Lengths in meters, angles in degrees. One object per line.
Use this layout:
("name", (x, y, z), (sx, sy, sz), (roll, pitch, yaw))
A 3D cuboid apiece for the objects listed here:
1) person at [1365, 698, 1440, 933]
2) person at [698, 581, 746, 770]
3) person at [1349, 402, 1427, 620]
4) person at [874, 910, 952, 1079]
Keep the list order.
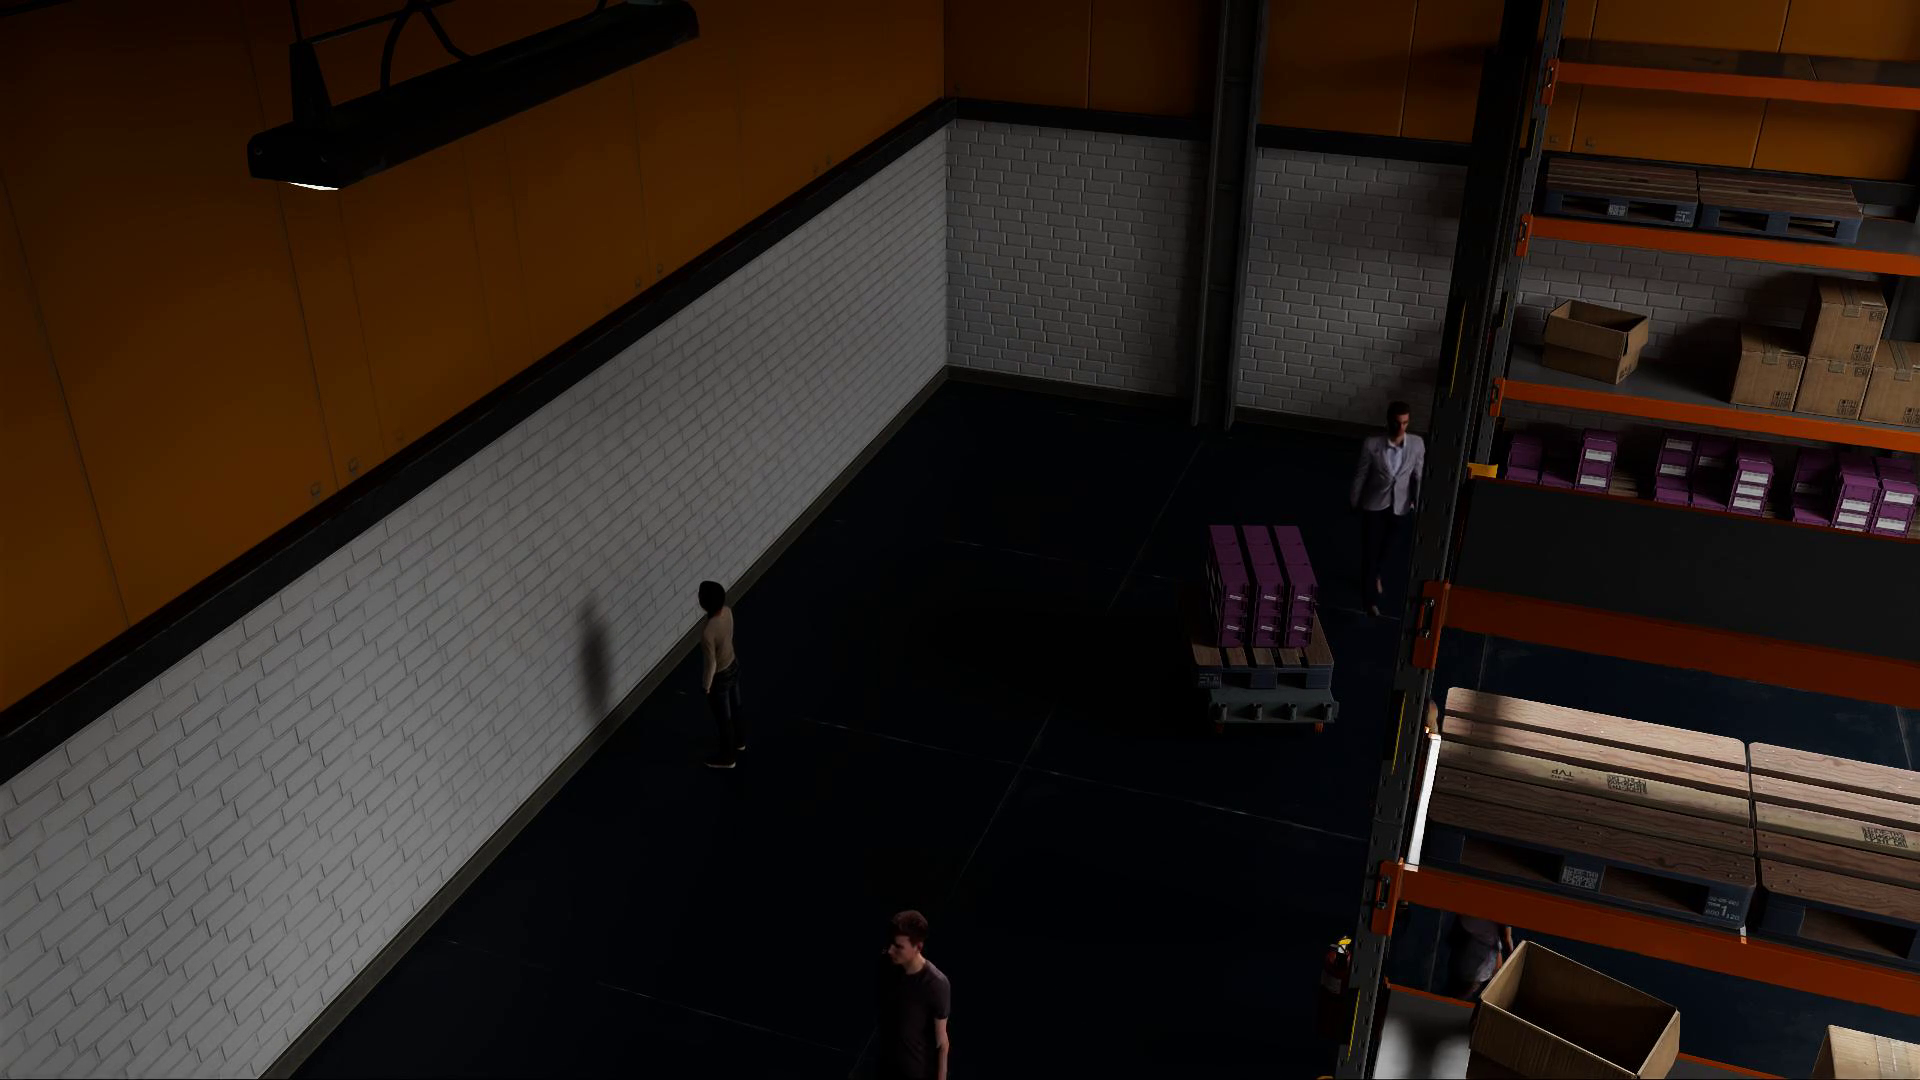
("person", (2.751, 1.684, 9.926), (0.802, 1.827, 0.817), (-1, 29, -1))
("person", (-1.673, 0.929, 11.689), (0.510, 1.464, 0.556), (9, 30, 16))
("person", (3.474, -0.318, 13.621), (1.208, 1.804, 1.024), (1, 29, 1))
("person", (-0.175, 2.566, 8.303), (1.050, 1.834, 0.946), (23, 36, 36))
